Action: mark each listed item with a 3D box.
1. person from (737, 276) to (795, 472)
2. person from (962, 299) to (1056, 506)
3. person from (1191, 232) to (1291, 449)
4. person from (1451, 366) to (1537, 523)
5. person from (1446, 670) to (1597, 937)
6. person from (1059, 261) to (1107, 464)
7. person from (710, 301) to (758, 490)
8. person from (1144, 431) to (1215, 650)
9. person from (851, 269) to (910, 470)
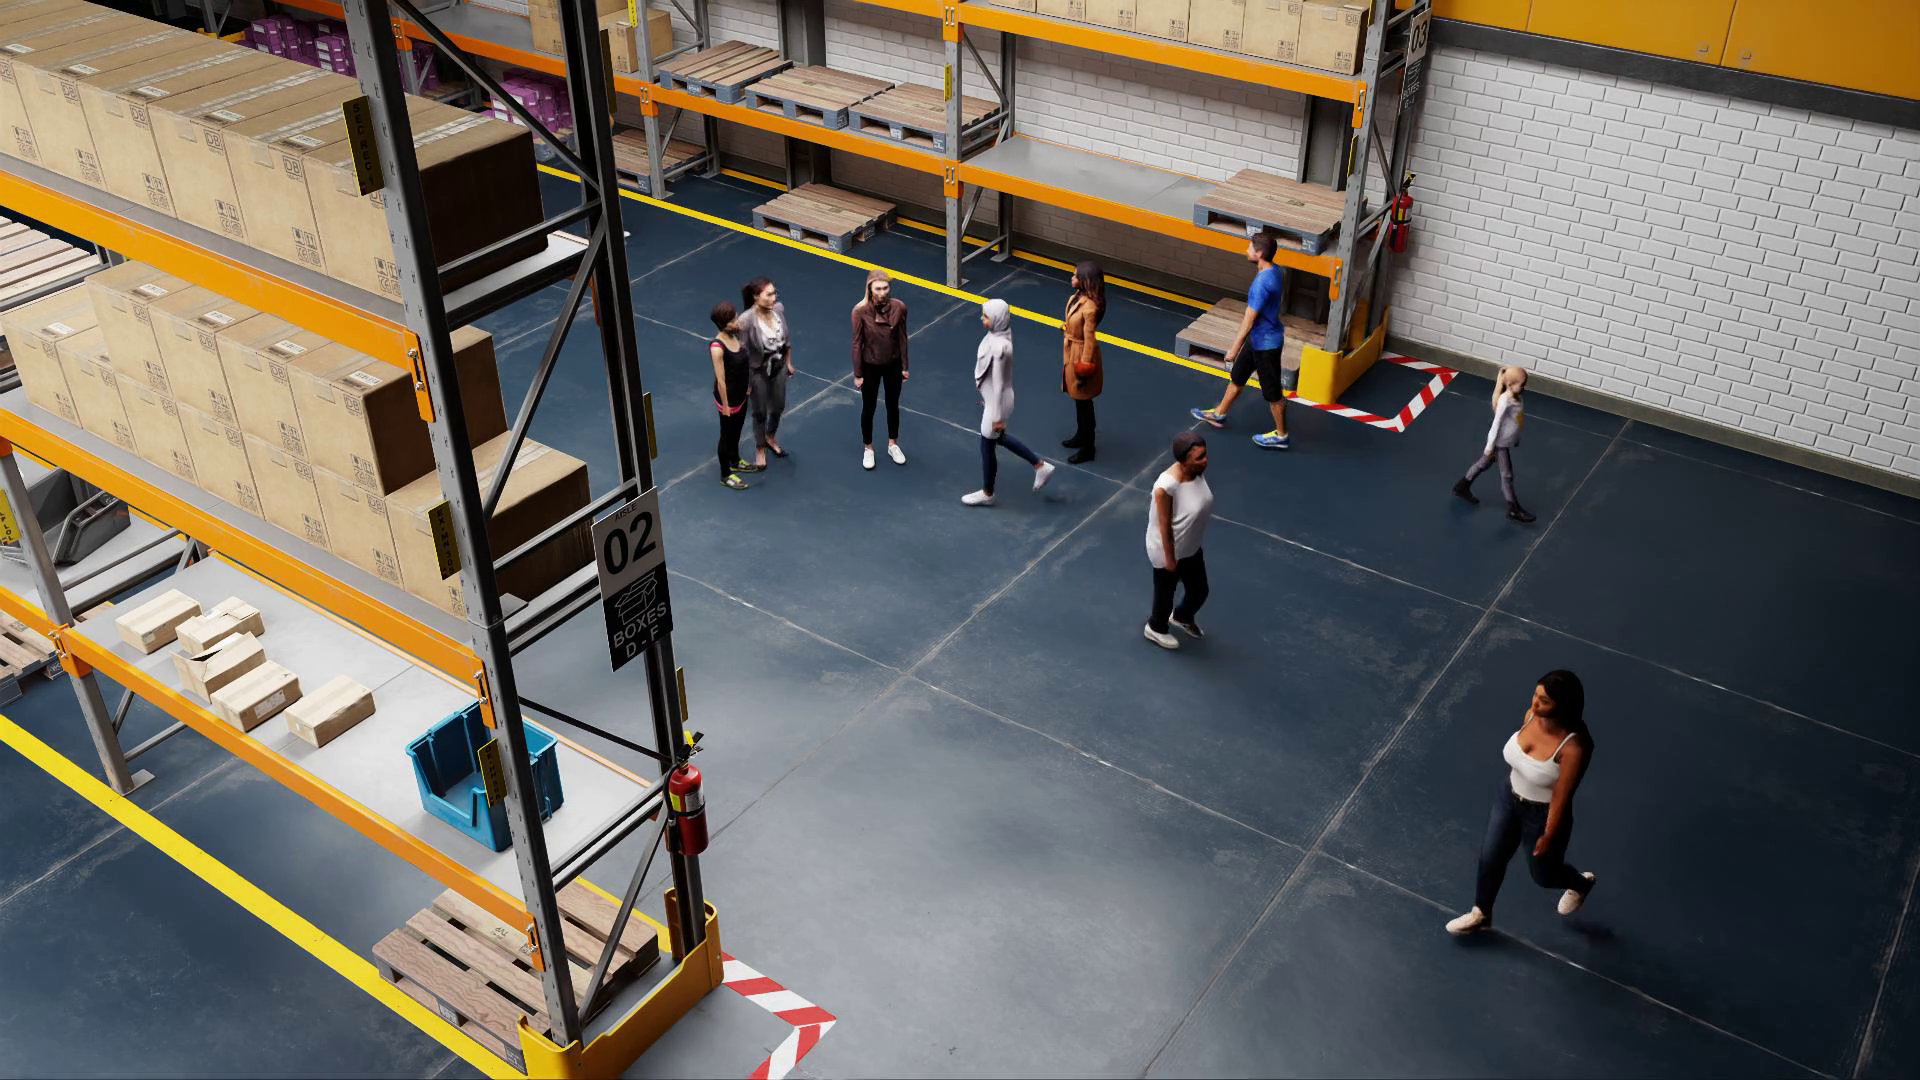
[{"bbox_3d":[-1.566,-1.337,13.226,0.626,1.671,0.686,27,42,34],"label":"person"},{"bbox_3d":[0.356,-1.038,12.692,1.056,1.764,0.899,3,34,5],"label":"person"},{"bbox_3d":[2.554,-1.561,13.422,1.171,1.826,0.882,7,34,11],"label":"person"},{"bbox_3d":[4.091,-0.767,12.753,0.899,1.246,0.500,22,39,29],"label":"person"},{"bbox_3d":[3.175,1.444,8.938,1.080,1.786,1.129,-12,36,-18],"label":"person"},{"bbox_3d":[0.980,-1.425,13.313,0.825,1.720,0.782,-3,34,-5],"label":"person"},{"bbox_3d":[-1.805,-1.166,13.076,0.614,1.552,0.614,7,34,10],"label":"person"},{"bbox_3d":[1.420,-0.008,11.224,0.633,1.673,0.662,25,41,32],"label":"person"},{"bbox_3d":[-0.628,-1.379,13.259,0.668,1.704,0.698,-9,35,-14],"label":"person"}]
